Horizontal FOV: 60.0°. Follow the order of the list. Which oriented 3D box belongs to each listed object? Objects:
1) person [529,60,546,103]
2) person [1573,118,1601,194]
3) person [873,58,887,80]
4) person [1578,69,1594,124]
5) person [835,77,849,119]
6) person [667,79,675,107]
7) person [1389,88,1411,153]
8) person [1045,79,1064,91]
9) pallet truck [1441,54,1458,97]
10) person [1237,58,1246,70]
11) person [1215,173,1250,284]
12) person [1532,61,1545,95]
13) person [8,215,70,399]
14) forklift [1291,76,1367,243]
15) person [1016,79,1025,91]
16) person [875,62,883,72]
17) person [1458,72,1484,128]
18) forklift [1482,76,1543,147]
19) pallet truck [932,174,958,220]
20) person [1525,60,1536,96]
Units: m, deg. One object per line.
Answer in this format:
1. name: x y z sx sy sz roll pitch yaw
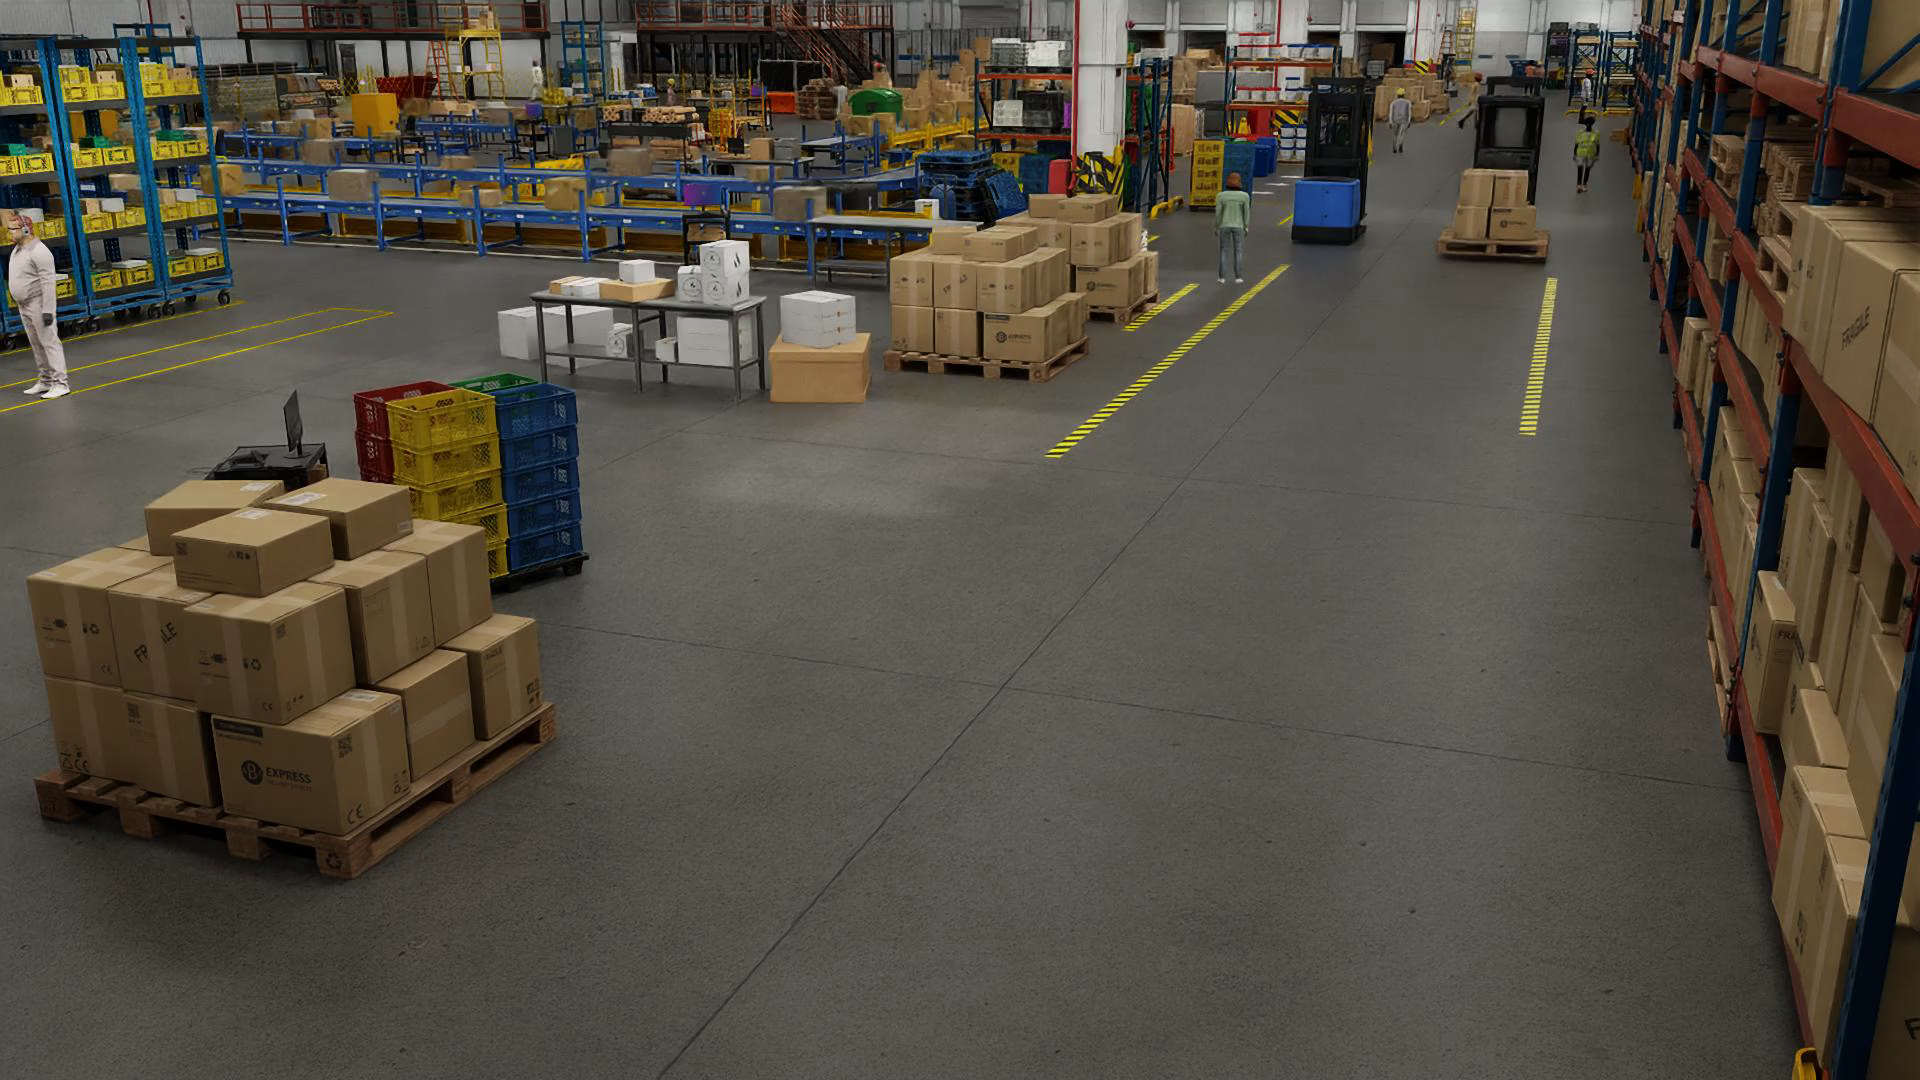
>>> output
1. person: -18.714 -20.296 73.628 0.999 1.837 0.600 10 20 29
2. person: 13.970 -8.575 37.095 0.545 1.648 0.863 4 18 12
3. person: -3.737 -21.742 78.210 0.660 1.803 0.898 1 18 2
4. person: 22.512 -15.932 59.746 0.363 1.935 0.553 2 18 7
5. person: -3.947 -14.448 55.253 0.524 1.837 0.914 5 18 16
6. person: -9.586 -14.435 55.319 0.317 1.769 0.523 -2 18 -5
7. person: 12.536 -11.952 47.433 0.614 1.812 0.429 6 18 17
8. person: 3.382 -15.853 59.329 0.768 2.000 0.535 10 20 29
9. pallet truck: 22.765 -21.886 78.355 0.823 1.965 1.885 -4 18 -14
10. person: 13.031 -21.297 76.659 0.821 1.893 0.615 16 24 41
11. person: 4.038 -4.628 24.721 0.507 1.631 0.266 3 18 10
12. person: 26.345 -20.947 75.806 0.535 1.757 0.426 9 20 26
13. person: -9.689 -2.440 17.403 0.651 1.907 0.409 13 22 35
14. forklift: 6.598 -6.755 29.381 1.129 2.768 1.873 6 19 19
15. person: 2.513 -18.930 69.342 0.900 1.837 0.527 -13 22 -35
16. person: -3.010 -17.487 64.521 0.874 2.026 0.614 -4 18 -13
17. person: 17.693 -15.164 57.399 0.884 1.908 0.554 0 18 -1
18. forklift: 9.665 -6.750 29.363 1.129 2.768 1.873 6 19 19
19. pallet truck: -0.507 -5.292 27.348 0.653 1.274 1.630 6 19 19
20. person: 27.105 -21.965 79.091 0.530 1.696 0.322 13 22 34
